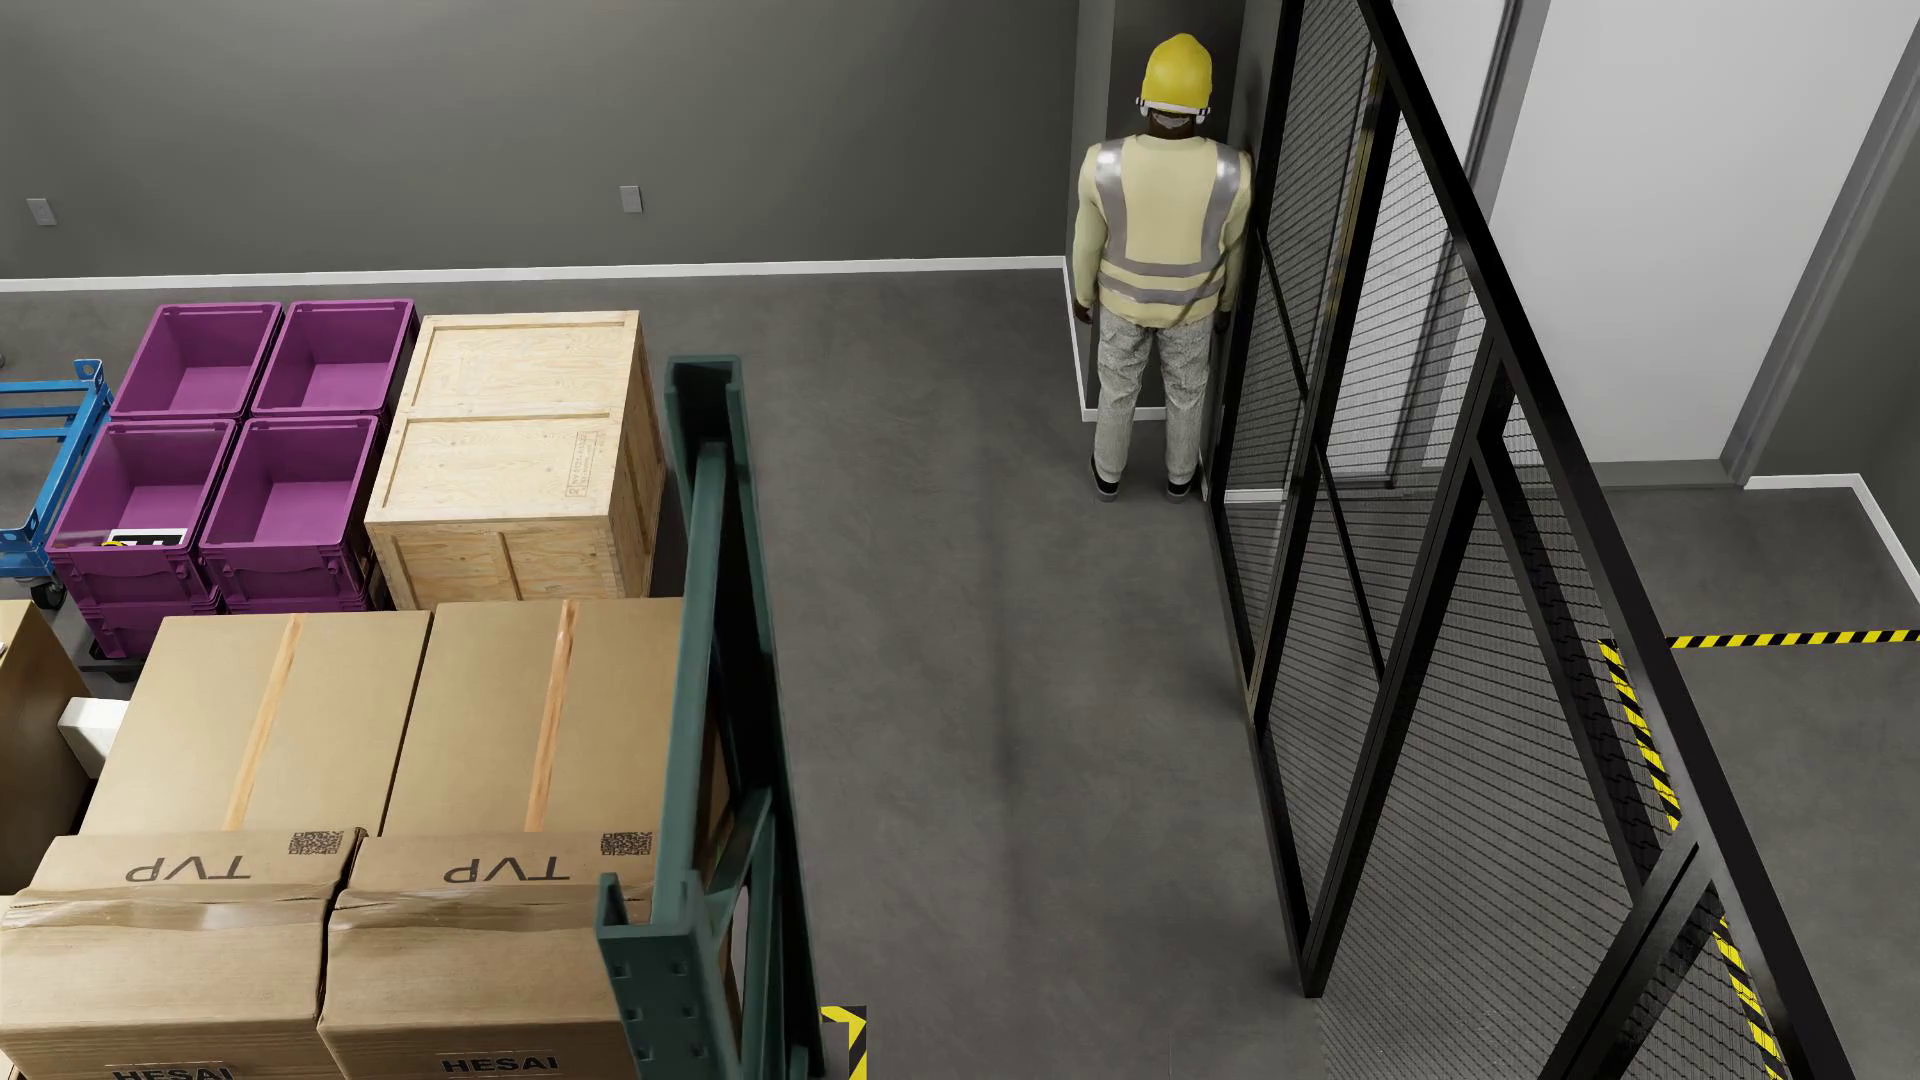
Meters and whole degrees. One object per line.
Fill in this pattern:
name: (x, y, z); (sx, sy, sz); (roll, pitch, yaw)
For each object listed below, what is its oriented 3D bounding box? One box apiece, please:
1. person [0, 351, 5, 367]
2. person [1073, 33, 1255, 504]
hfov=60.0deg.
person: (-4.036, -1.273, 5.972); (0.371, 1.941, 0.627); (-3, 46, -3)
person: (0.673, -0.860, 5.649); (0.586, 1.835, 0.404); (5, 46, 4)
